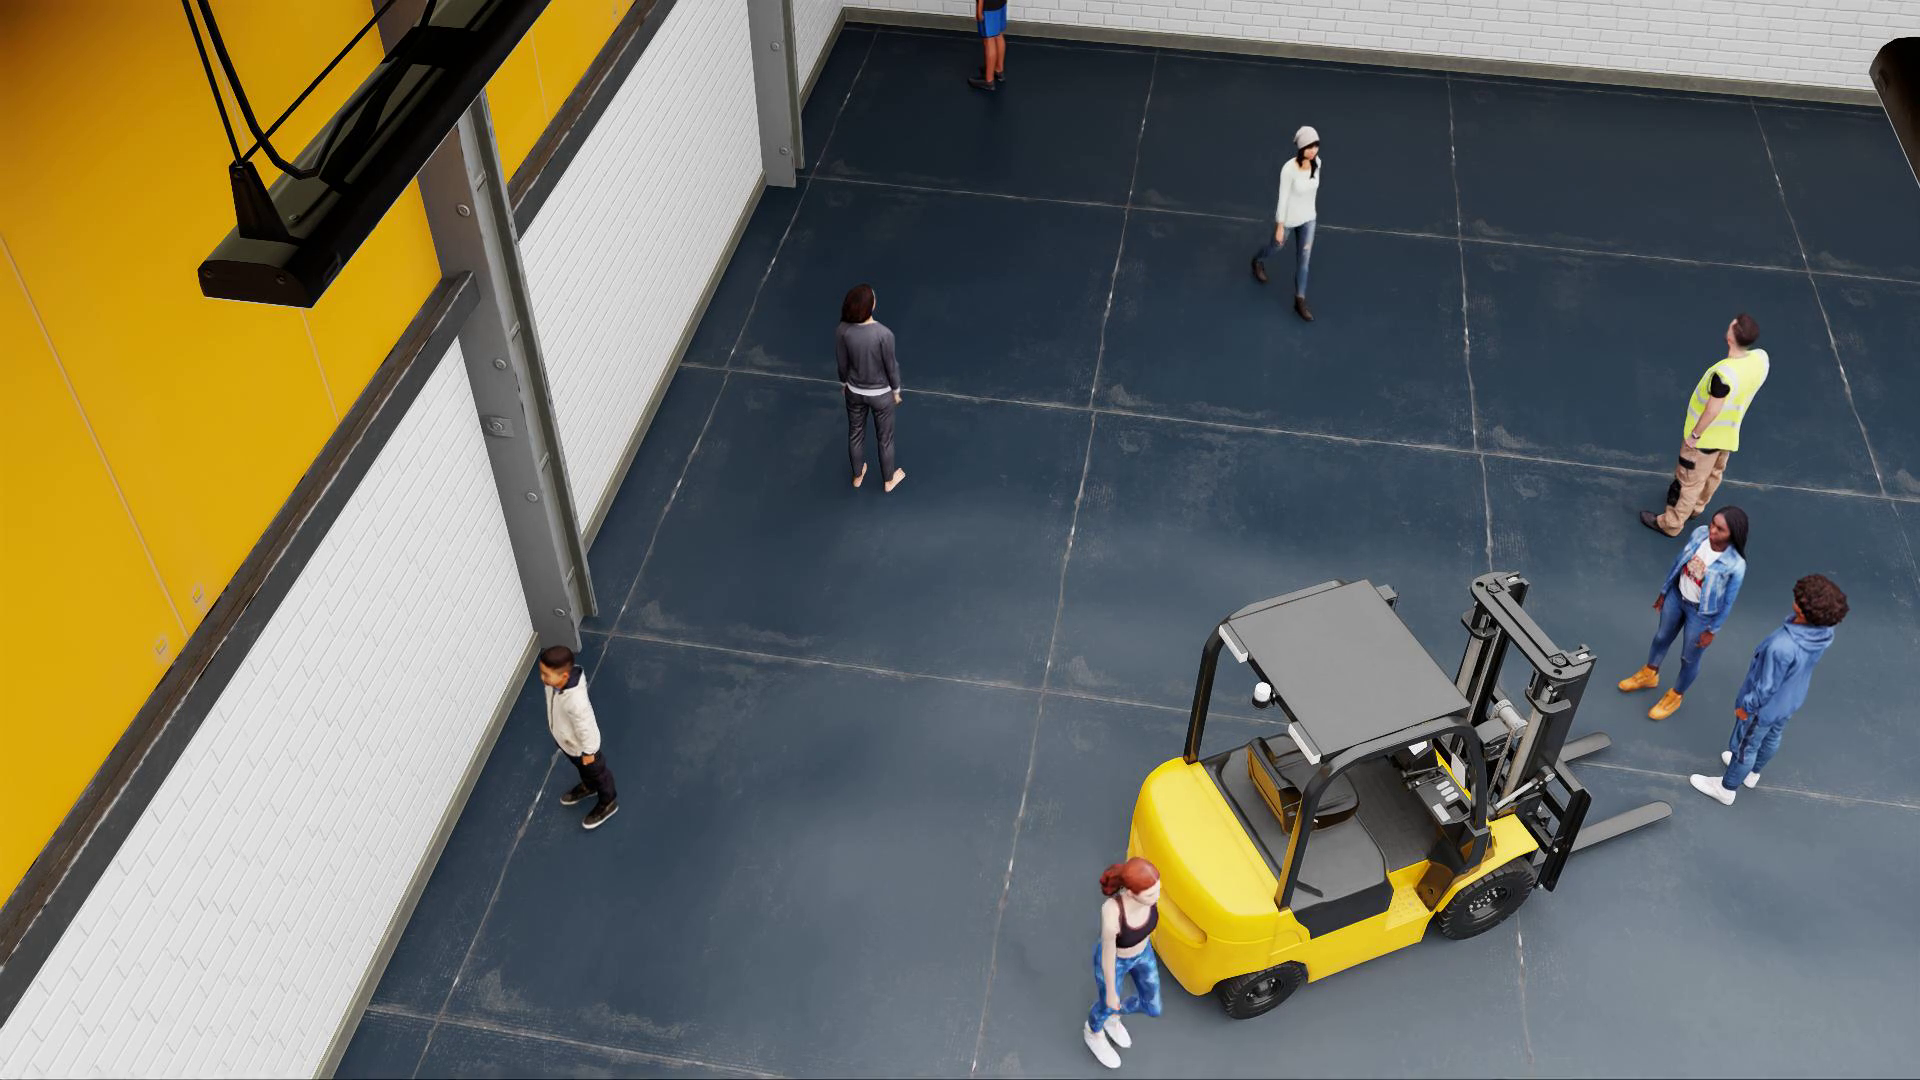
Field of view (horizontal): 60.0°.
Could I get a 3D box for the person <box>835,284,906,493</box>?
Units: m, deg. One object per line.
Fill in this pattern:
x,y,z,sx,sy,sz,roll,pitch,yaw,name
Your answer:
-0.652,-1.087,11.988,0.629,1.767,0.544,11,45,11,person

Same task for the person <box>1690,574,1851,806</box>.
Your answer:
4.839,0.899,9.872,0.752,1.811,0.796,-23,48,-22,person

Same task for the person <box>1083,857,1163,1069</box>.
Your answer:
0.770,2.134,8.607,0.706,1.768,0.765,-27,50,-25,person

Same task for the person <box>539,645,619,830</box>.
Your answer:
-2.272,1.137,9.882,0.692,1.452,0.656,-31,52,-29,person

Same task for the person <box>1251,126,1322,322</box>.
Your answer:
2.712,-2.697,13.794,1.013,1.608,1.175,-19,47,-19,person

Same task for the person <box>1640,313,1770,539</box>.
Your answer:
5.258,-0.799,11.629,0.853,1.845,0.913,-26,49,-25,person

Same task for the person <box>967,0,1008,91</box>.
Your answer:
0.318,-5.341,16.435,0.721,1.793,0.597,21,48,21,person

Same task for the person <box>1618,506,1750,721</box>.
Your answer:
4.595,0.441,10.425,0.752,1.712,0.653,-18,46,-18,person
